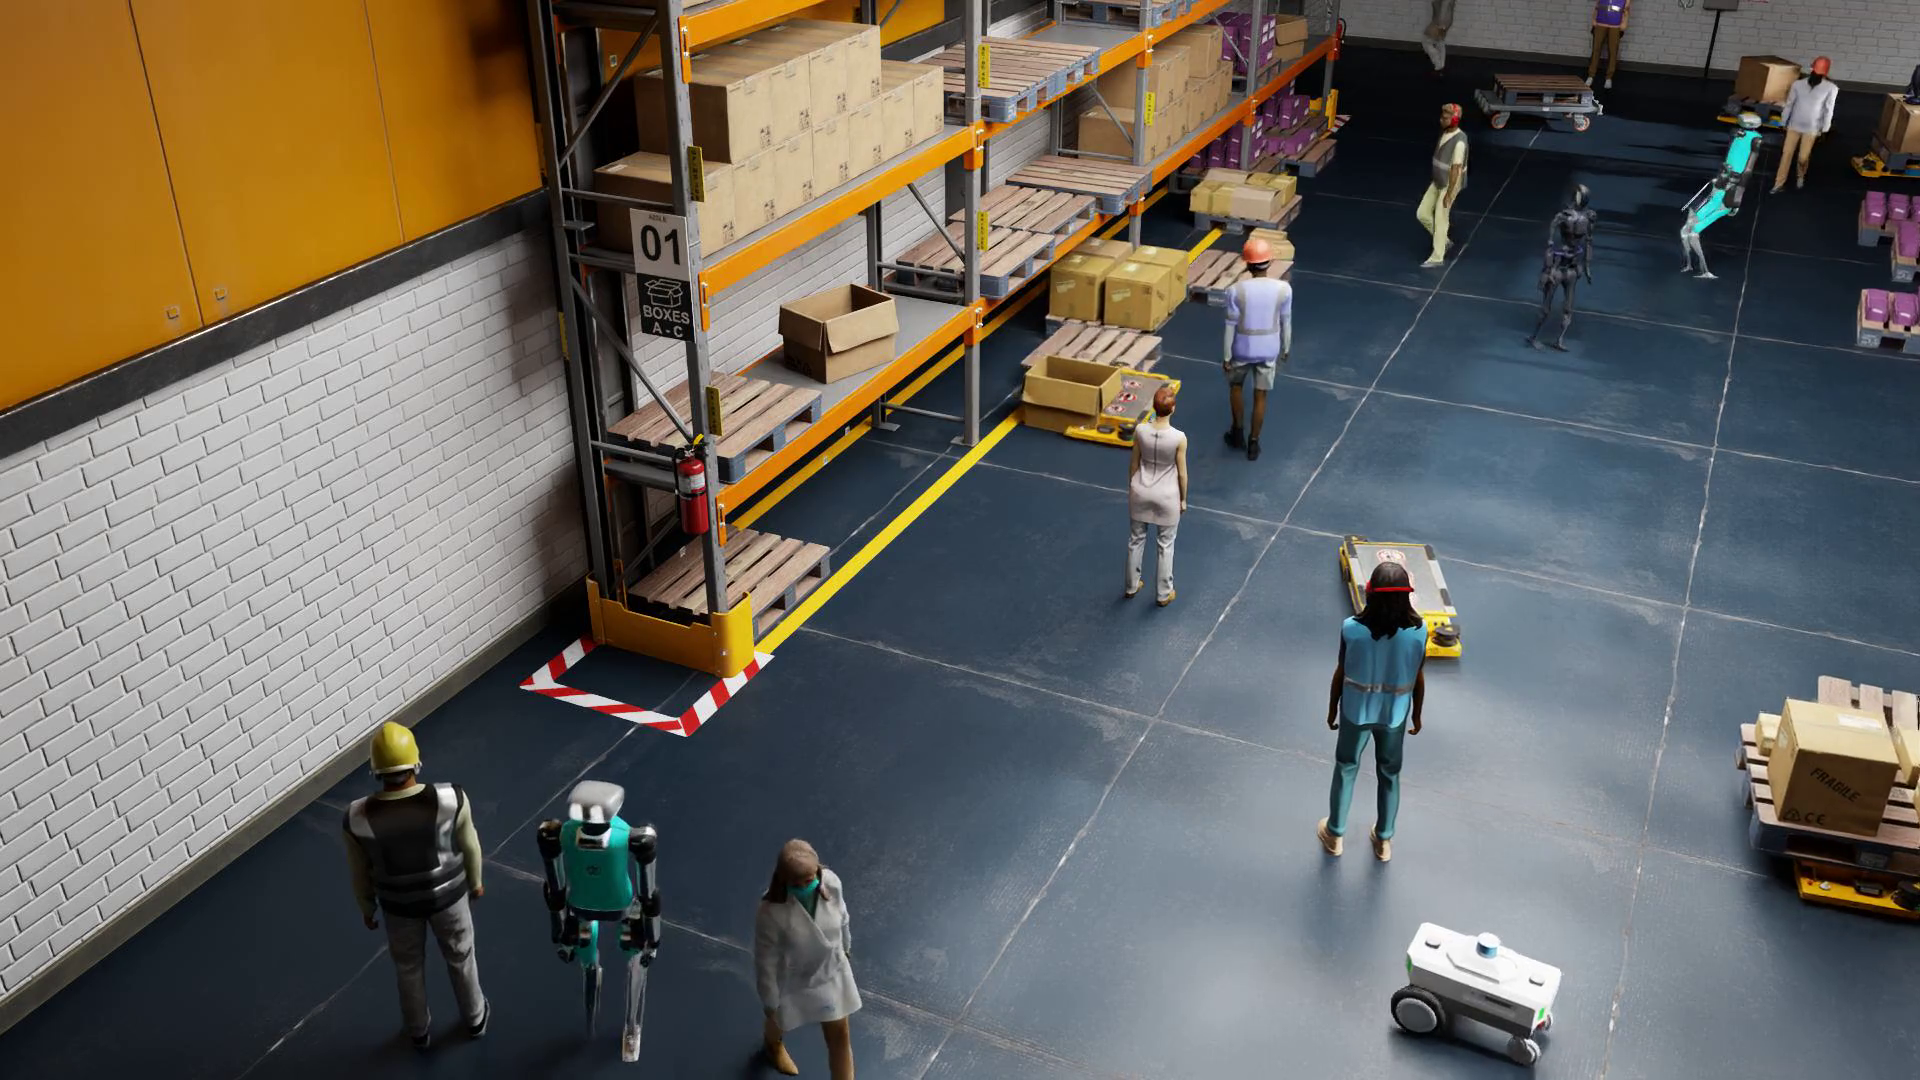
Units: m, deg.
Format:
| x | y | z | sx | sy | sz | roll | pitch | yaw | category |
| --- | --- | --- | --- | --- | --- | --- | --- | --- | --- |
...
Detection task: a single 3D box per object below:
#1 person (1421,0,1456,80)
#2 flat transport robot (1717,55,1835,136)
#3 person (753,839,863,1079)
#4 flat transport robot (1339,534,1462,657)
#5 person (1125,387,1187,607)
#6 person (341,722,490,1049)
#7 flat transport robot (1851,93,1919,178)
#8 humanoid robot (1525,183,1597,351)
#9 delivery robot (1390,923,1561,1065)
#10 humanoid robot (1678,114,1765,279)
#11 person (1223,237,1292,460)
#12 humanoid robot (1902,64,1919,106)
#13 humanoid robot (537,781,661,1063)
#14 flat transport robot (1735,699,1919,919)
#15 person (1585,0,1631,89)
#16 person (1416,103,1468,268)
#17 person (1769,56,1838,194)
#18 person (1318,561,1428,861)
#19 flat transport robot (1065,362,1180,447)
| x | y | z | sx | sy | sz | roll | pitch | yaw | category |
| --- | --- | --- | --- | --- | --- | --- | --- | --- | --- |
| 7.581 | -8.202 | 26.304 | 0.434 | 1.814 | 0.518 | 16 | 32 | 27 | person |
| 11.789 | -6.090 | 24.021 | 1.431 | 0.231 | 0.659 | 22 | 35 | 35 | flat transport robot |
| -0.725 | 1.976 | 7.648 | 0.517 | 1.610 | 0.822 | -15 | 32 | -26 | person |
| 3.160 | 0.387 | 12.011 | 0.659 | 0.231 | 1.431 | 2 | 28 | 4 | flat transport robot |
| 1.397 | -0.307 | 11.841 | 0.431 | 1.650 | 0.283 | 11 | 30 | 20 | person |
| -2.588 | 1.673 | 7.994 | 0.605 | 1.824 | 0.403 | -7 | 29 | -13 | person |
| 12.531 | -4.884 | 21.785 | 1.431 | 0.231 | 0.659 | 7 | 29 | 13 | flat transport robot |
| 5.879 | -2.642 | 16.148 | 0.589 | 1.653 | 0.516 | -11 | 30 | -19 | humanoid robot |
| 2.575 | 2.227 | 8.318 | 0.815 | 0.614 | 0.499 | 16 | 32 | 27 | delivery robot |
| 8.178 | -3.731 | 18.096 | 0.783 | 1.758 | 0.552 | -4 | 29 | -6 | humanoid robot |
| 2.495 | -1.622 | 14.004 | 0.618 | 1.920 | 0.517 | 1 | 28 | 3 | person |
| 12.367 | -5.549 | 21.538 | 0.313 | 1.657 | 0.616 | 2 | 28 | 3 | humanoid robot |
| -1.631 | 1.786 | 7.918 | 0.557 | 1.818 | 0.750 | 0 | 28 | 1 | humanoid robot |
| 5.166 | 1.644 | 9.679 | 0.659 | 0.231 | 1.431 | 8 | 29 | 15 | flat transport robot |
| 10.112 | -8.026 | 25.875 | 0.528 | 1.924 | 0.427 | 18 | 33 | 30 | person |
| 5.314 | -3.880 | 18.279 | 0.455 | 1.833 | 0.567 | -4 | 29 | -7 | person |
| 10.543 | -5.178 | 20.776 | 0.608 | 1.736 | 0.431 | 24 | 36 | 37 | person |
| 2.316 | 0.972 | 9.252 | 0.525 | 1.859 | 0.370 | 4 | 29 | 7 | person |
| 1.488 | -1.226 | 15.002 | 0.659 | 0.231 | 1.431 | 11 | 30 | 19 | flat transport robot |
